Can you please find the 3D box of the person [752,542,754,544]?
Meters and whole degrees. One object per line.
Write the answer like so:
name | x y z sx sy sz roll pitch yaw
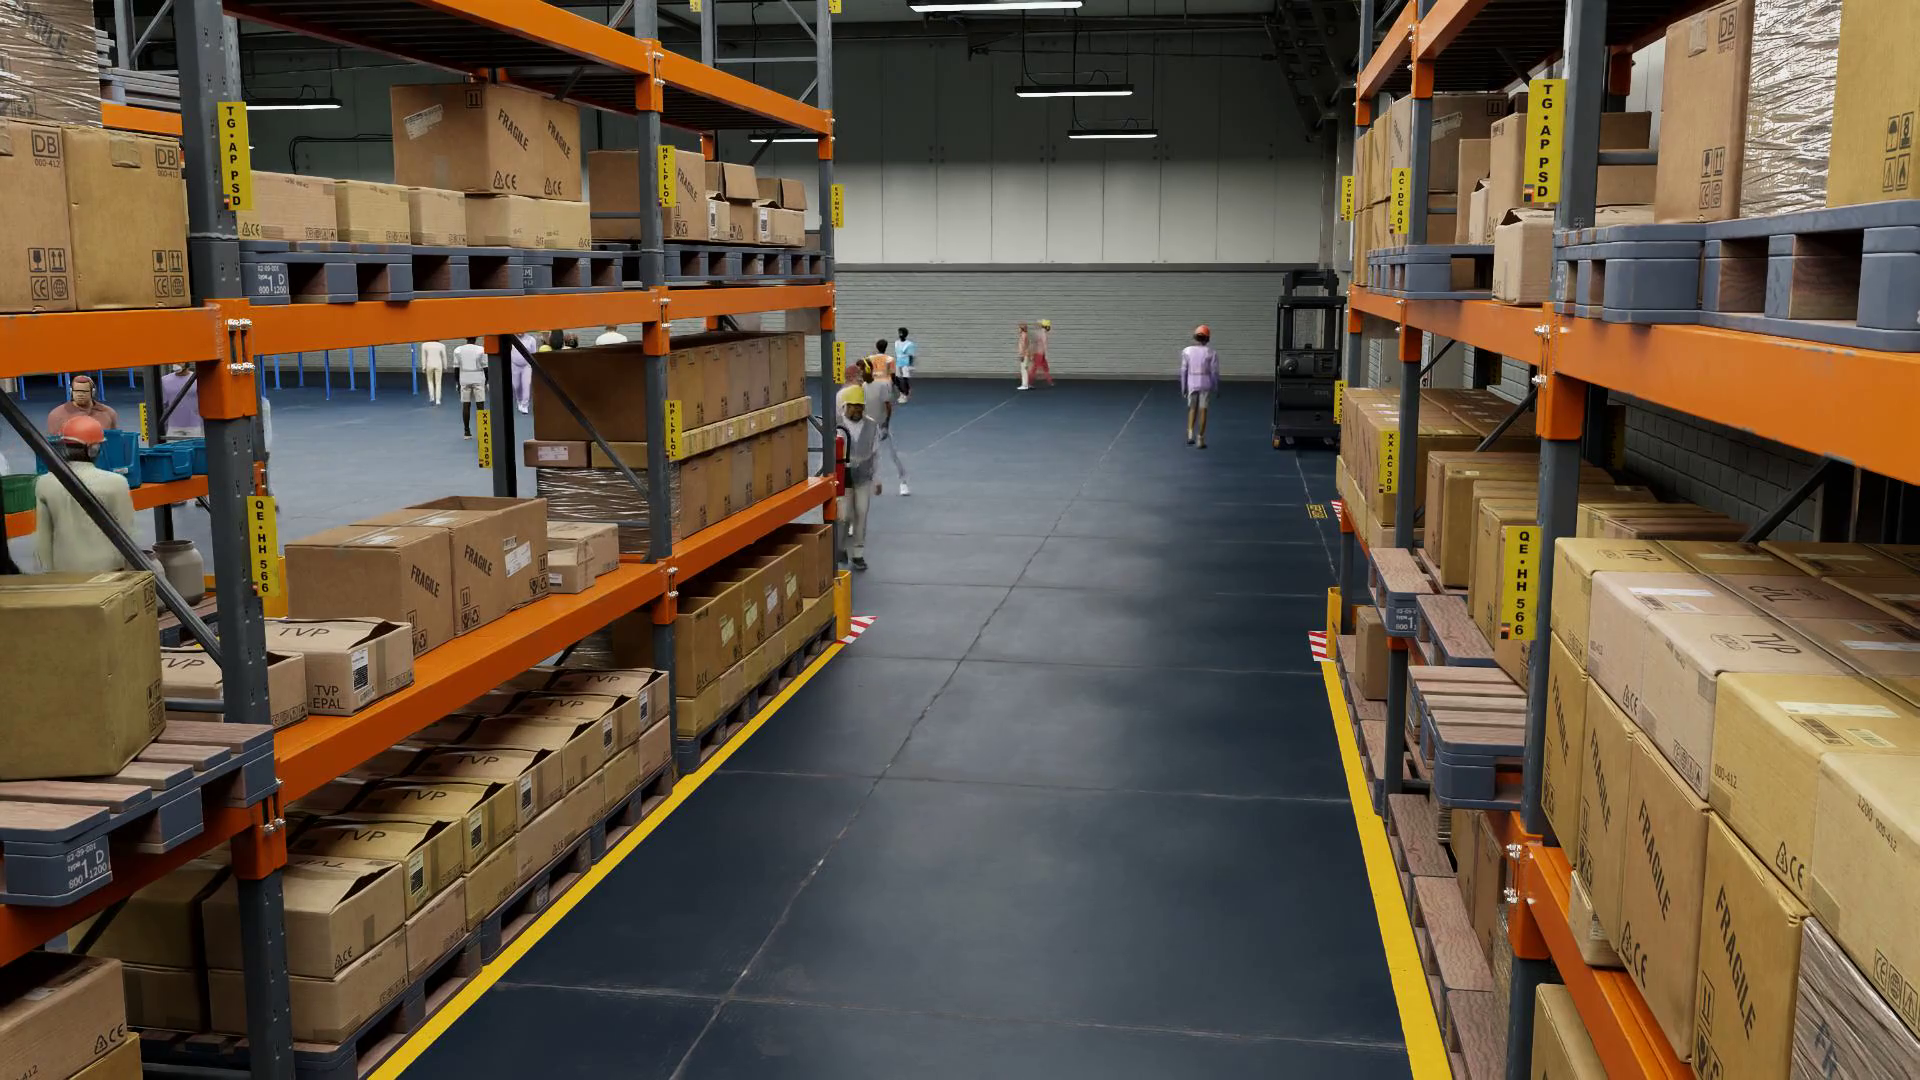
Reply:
person | -1.965 -0.525 16.289 0.308 1.639 0.523 0 9 0

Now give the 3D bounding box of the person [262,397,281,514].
person | -8.390 -1.137 19.632 0.590 1.789 0.916 0 9 -1

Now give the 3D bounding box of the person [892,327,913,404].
person | -1.259 -3.839 36.553 0.551 1.685 0.366 8 12 40

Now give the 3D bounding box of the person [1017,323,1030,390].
person | 1.561 -4.514 40.918 0.343 1.632 0.528 0 9 2

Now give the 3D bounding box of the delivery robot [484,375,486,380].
delivery robot | -11.834 -4.058 41.256 0.477 0.478 0.707 -7 12 -38

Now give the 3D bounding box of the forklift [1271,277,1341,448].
forklift | 5.847 -3.016 27.970 1.129 2.768 1.873 1 9 9

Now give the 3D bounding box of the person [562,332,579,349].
person | -6.760 -2.696 29.054 0.429 1.846 0.625 -6 11 -33

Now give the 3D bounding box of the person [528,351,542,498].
person | -5.129 -1.410 20.883 0.654 1.924 0.562 -9 13 -43

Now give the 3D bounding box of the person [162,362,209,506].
person | -9.656 -1.396 20.740 0.637 1.938 0.357 0 9 -3

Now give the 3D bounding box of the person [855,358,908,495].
person | -1.052 -1.467 21.661 0.588 1.801 0.868 7 12 38

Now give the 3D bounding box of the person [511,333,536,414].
person | -9.042 -3.569 34.301 0.650 1.888 0.662 -1 9 -9

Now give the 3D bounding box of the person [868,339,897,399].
person | -1.408 -2.818 30.304 0.547 1.675 0.572 2 9 10

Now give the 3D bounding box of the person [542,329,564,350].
person | -10.751 -5.149 43.705 0.906 2.000 0.683 5 10 27

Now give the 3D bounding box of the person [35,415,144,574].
person | -5.703 0.166 10.977 0.625 1.978 0.428 1 9 6

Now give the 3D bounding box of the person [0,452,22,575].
person | -8.233 -0.210 14.287 0.525 1.668 0.572 -2 9 -10

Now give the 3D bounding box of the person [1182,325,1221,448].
person | 4.011 -2.548 27.574 0.624 2.027 0.500 5 10 27

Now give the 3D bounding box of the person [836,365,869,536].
person | -1.175 -1.004 18.548 0.400 1.877 0.790 -3 10 -18

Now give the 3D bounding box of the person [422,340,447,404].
person | -11.540 -3.796 36.561 0.528 1.607 0.695 -2 9 -13

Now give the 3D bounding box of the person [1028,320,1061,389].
person | 2.074 -4.596 41.195 0.959 1.704 0.528 -1 9 -7

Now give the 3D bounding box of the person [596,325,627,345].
person | -7.046 -3.483 33.708 0.625 1.914 0.559 -2 9 -11

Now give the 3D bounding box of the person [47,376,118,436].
person | -8.530 -0.656 16.289 0.642 1.905 0.399 -9 13 -43

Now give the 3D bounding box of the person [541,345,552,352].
person | -6.707 -2.309 27.015 0.505 1.725 0.541 7 11 35

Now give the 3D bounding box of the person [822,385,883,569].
person | -1.042 -0.612 16.262 0.612 1.815 0.430 -4 10 -23

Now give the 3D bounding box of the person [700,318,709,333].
person | -5.008 -3.389 32.899 0.487 1.979 0.662 9 13 44

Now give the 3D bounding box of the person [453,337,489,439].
person | -8.487 -2.744 28.967 0.612 1.963 0.361 0 9 0
